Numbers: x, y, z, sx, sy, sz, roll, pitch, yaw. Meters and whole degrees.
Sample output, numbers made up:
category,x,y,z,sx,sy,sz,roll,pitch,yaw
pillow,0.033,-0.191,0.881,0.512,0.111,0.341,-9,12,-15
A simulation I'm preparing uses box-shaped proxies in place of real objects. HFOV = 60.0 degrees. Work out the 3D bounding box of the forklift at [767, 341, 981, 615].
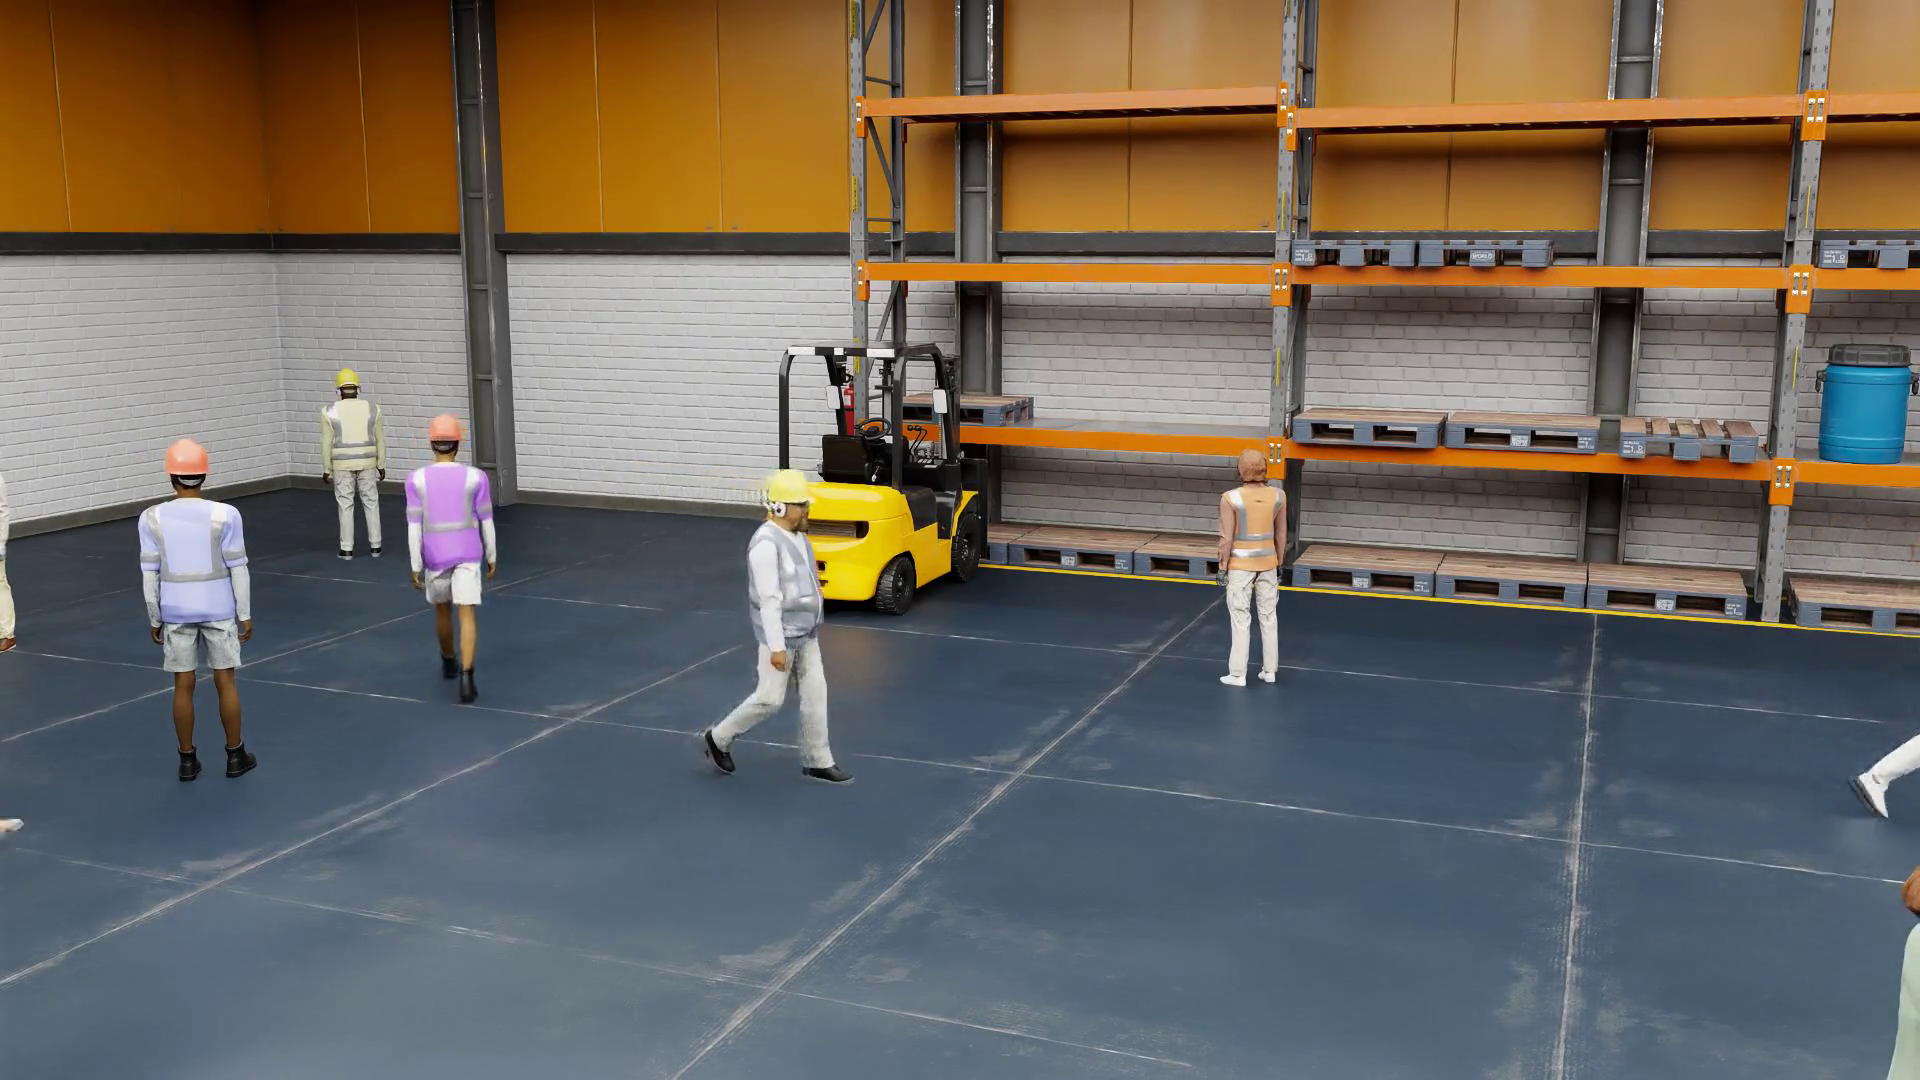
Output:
category,x,y,z,sx,sy,sz,roll,pitch,yaw
forklift,-0.739,-0.602,14.246,1.214,2.155,2.313,4,11,21

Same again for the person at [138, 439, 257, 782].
category,x,y,z,sx,sy,sz,roll,pitch,yaw
person,-4.287,0.397,9.380,0.551,1.941,0.340,-3,10,-14

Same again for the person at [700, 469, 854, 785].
category,x,y,z,sx,sy,sz,roll,pitch,yaw
person,-1.036,0.491,9.270,0.808,1.804,0.585,4,11,20

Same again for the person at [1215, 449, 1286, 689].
category,x,y,z,sx,sy,sz,roll,pitch,yaw
person,1.986,0.197,11.350,0.521,1.636,0.311,-4,11,-19

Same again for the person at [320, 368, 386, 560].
category,x,y,z,sx,sy,sz,roll,pitch,yaw
person,-5.818,-0.726,15.953,0.603,1.828,0.404,-6,12,-32

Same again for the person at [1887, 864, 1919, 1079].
category,x,y,z,sx,sy,sz,roll,pitch,yaw
person,2.407,1.503,4.078,0.287,1.634,0.497,4,11,19

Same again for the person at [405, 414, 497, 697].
category,x,y,z,sx,sy,sz,roll,pitch,yaw
person,-3.432,0.091,11.251,0.559,1.907,0.863,-2,10,-12

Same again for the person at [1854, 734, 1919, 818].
category,x,y,z,sx,sy,sz,roll,pitch,yaw
person,5.096,0.715,8.528,0.740,1.616,0.522,3,11,17

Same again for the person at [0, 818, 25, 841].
category,x,y,z,sx,sy,sz,roll,pitch,yaw
person,-5.106,0.649,8.342,0.937,1.805,0.526,1,10,6

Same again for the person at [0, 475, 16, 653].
category,x,y,z,sx,sy,sz,roll,pitch,yaw
person,-7.251,0.027,12.305,0.497,1.633,0.279,3,11,17
